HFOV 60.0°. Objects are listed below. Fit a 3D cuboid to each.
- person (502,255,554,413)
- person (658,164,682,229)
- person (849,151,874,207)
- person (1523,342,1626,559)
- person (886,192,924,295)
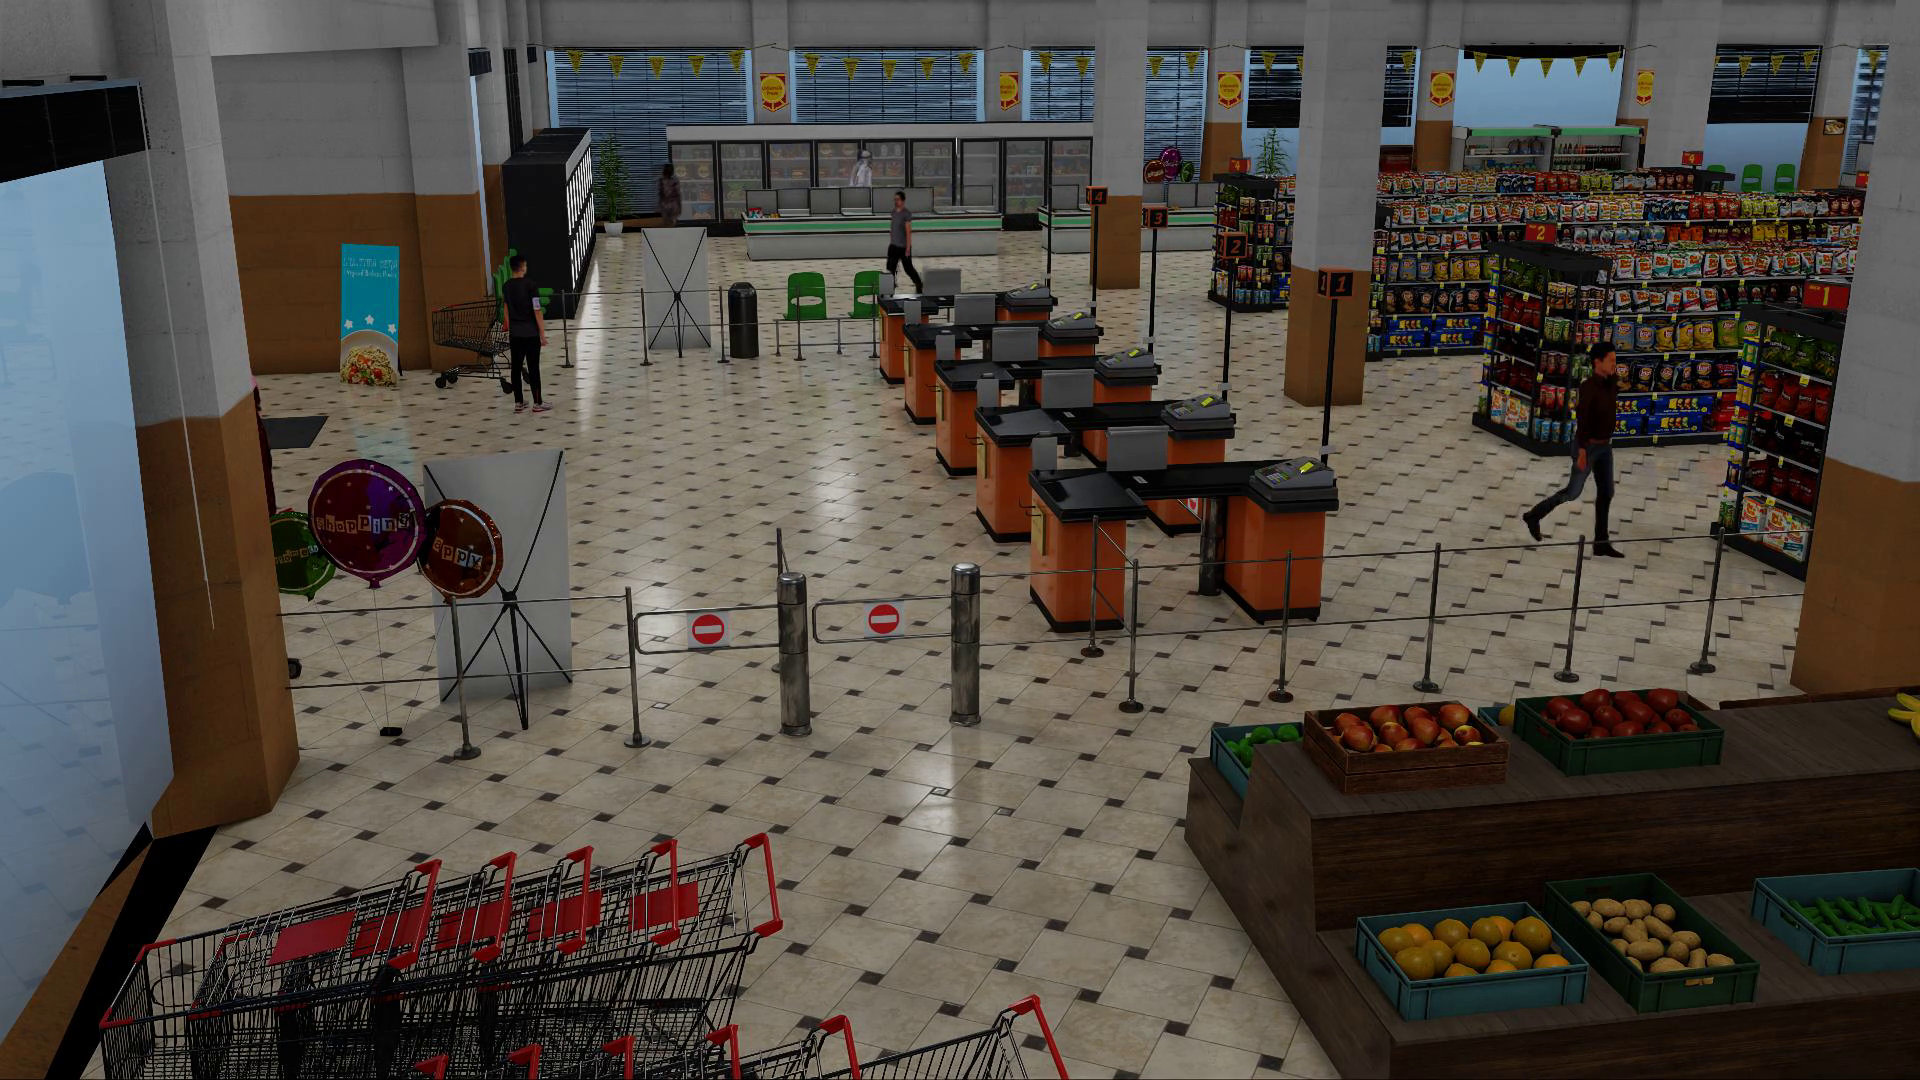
[{"bbox_3d":[-4.940,-2.339,18.833,0.659,1.764,0.779,6,18,18],"label":"person"},{"bbox_3d":[-5.739,-6.523,32.721,0.645,1.702,0.712,0,17,0],"label":"person"},{"bbox_3d":[-2.055,-6.852,33.480,0.877,1.891,0.921,12,20,33],"label":"person"},{"bbox_3d":[5.064,-0.739,13.589,1.162,1.750,1.077,-13,21,-37],"label":"person"},{"bbox_3d":[-0.888,-4.674,26.585,1.099,1.728,1.224,14,22,39],"label":"person"}]
